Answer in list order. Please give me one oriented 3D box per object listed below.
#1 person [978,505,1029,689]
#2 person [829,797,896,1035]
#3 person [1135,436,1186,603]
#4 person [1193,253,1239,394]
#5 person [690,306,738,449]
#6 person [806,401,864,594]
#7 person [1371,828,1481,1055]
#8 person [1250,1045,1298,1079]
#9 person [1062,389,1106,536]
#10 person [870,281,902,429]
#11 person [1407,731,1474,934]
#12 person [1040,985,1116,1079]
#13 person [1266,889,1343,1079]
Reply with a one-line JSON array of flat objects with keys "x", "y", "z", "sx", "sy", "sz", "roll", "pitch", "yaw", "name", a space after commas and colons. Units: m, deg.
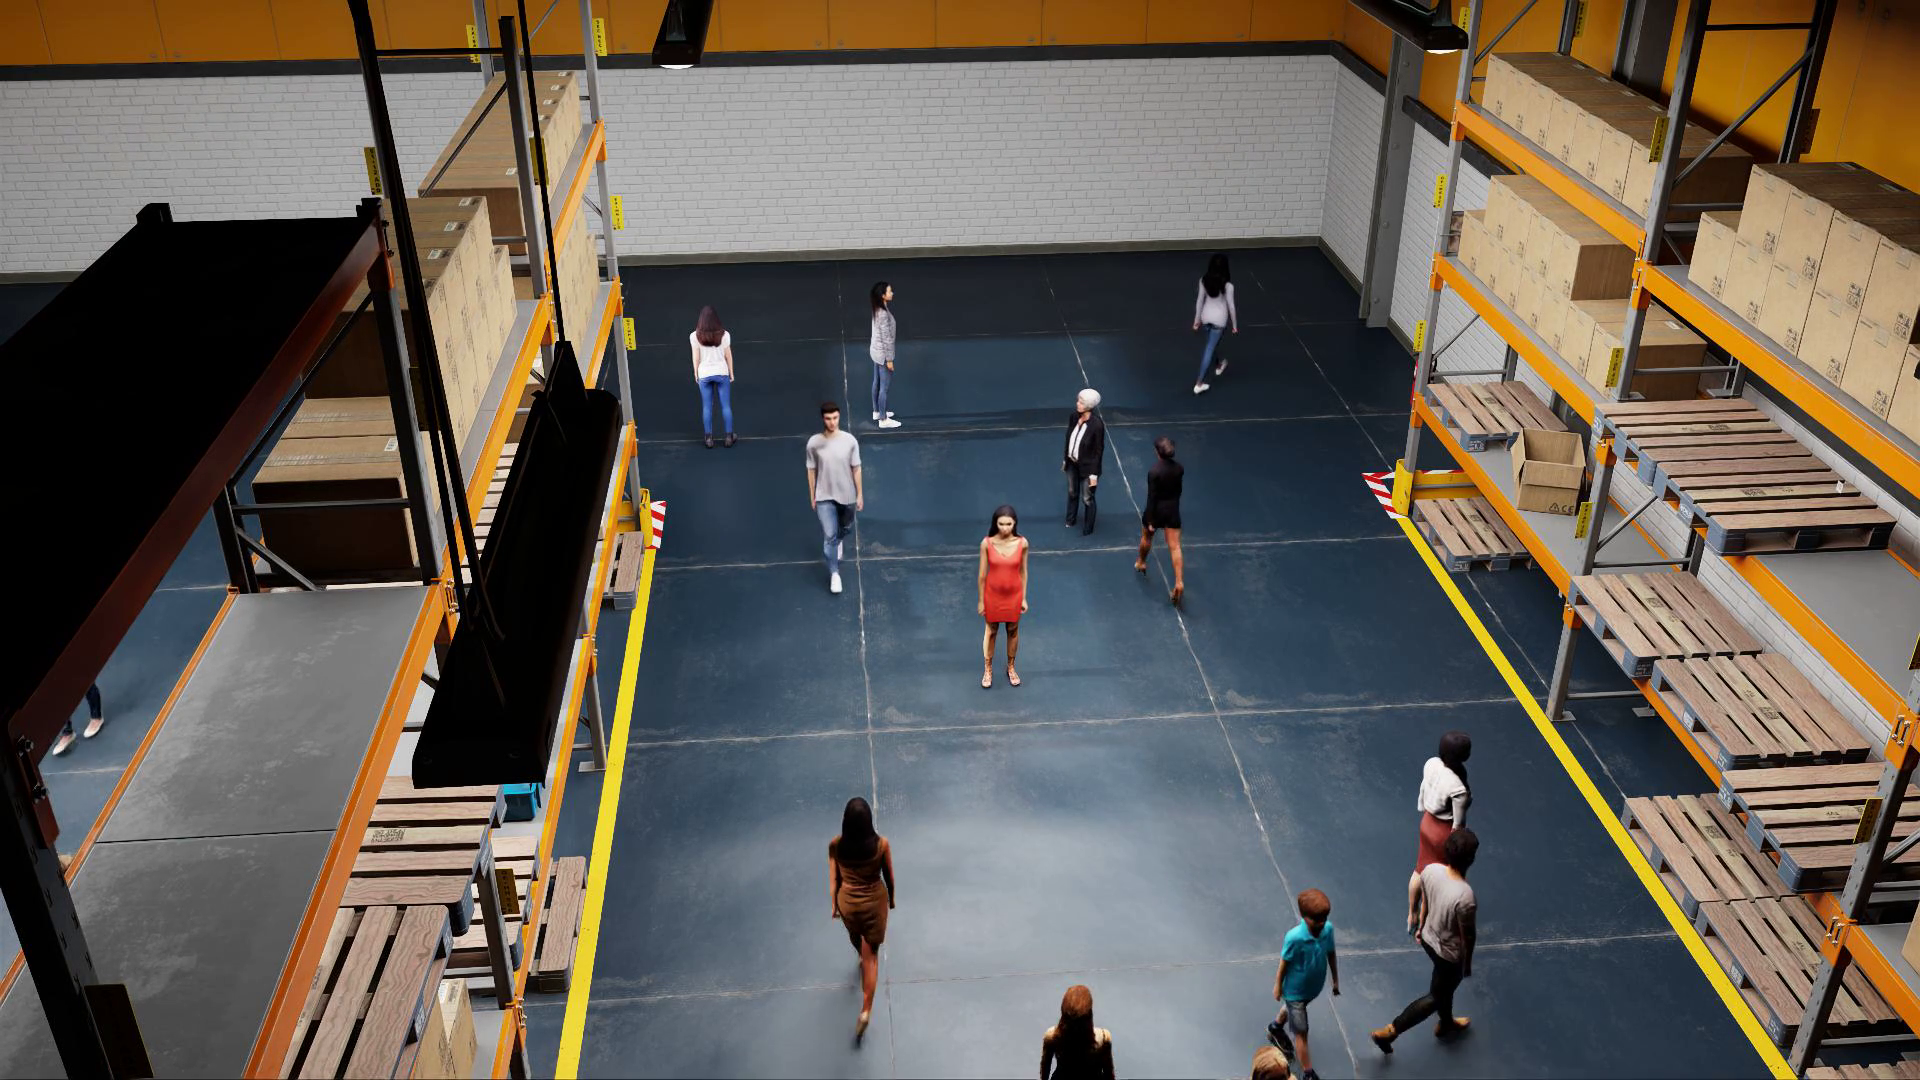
[{"x": 0.373, "y": 0.478, "z": 14.434, "sx": 0.586, "sy": 1.718, "sz": 0.517, "roll": -3, "pitch": 29, "yaw": -6, "name": "person"}, {"x": -0.640, "y": 2.455, "z": 10.880, "sx": 0.657, "sy": 1.651, "sz": 1.114, "roll": 1, "pitch": 29, "yaw": 1, "name": "person"}, {"x": 1.974, "y": -0.165, "z": 15.747, "sx": 0.697, "sy": 1.591, "sz": 1.103, "roll": -9, "pitch": 30, "yaw": -16, "name": "person"}, {"x": 3.005, "y": -2.580, "z": 20.064, "sx": 1.092, "sy": 1.696, "sz": 1.154, "roll": 21, "pitch": 35, "yaw": 34, "name": "person"}, {"x": -2.763, "y": -1.825, "z": 18.690, "sx": 0.599, "sy": 1.685, "sz": 0.516, "roll": -1, "pitch": 29, "yaw": -3, "name": "person"}, {"x": -1.208, "y": -0.483, "z": 16.047, "sx": 0.764, "sy": 1.862, "sz": 1.153, "roll": -6, "pitch": 29, "yaw": -11, "name": "person"}, {"x": 3.014, "y": 2.602, "z": 10.575, "sx": 0.820, "sy": 1.686, "sz": 1.048, "roll": -9, "pitch": 30, "yaw": -15, "name": "person"}, {"x": 1.560, "y": 3.341, "z": 9.139, "sx": 0.888, "sy": 1.763, "sz": 1.110, "roll": -13, "pitch": 31, "yaw": -23, "name": "person"}, {"x": 1.209, "y": -0.744, "z": 16.930, "sx": 0.798, "sy": 1.779, "sz": 0.797, "roll": -20, "pitch": 35, "yaw": -33, "name": "person"}, {"x": -0.899, "y": -2.167, "z": 19.269, "sx": 0.714, "sy": 1.732, "sz": 0.533, "roll": -9, "pitch": 30, "yaw": -15, "name": "person"}, {"x": 3.323, "y": 2.060, "z": 11.500, "sx": 0.704, "sy": 1.751, "sz": 0.531, "roll": -9, "pitch": 30, "yaw": -17, "name": "person"}, {"x": 0.665, "y": 3.237, "z": 9.482, "sx": 0.634, "sy": 1.618, "sz": 0.649, "roll": 2, "pitch": 29, "yaw": 4, "name": "person"}, {"x": 2.142, "y": 2.767, "z": 10.560, "sx": 0.775, "sy": 1.411, "sz": 1.007, "roll": -14, "pitch": 32, "yaw": -25, "name": "person"}]
